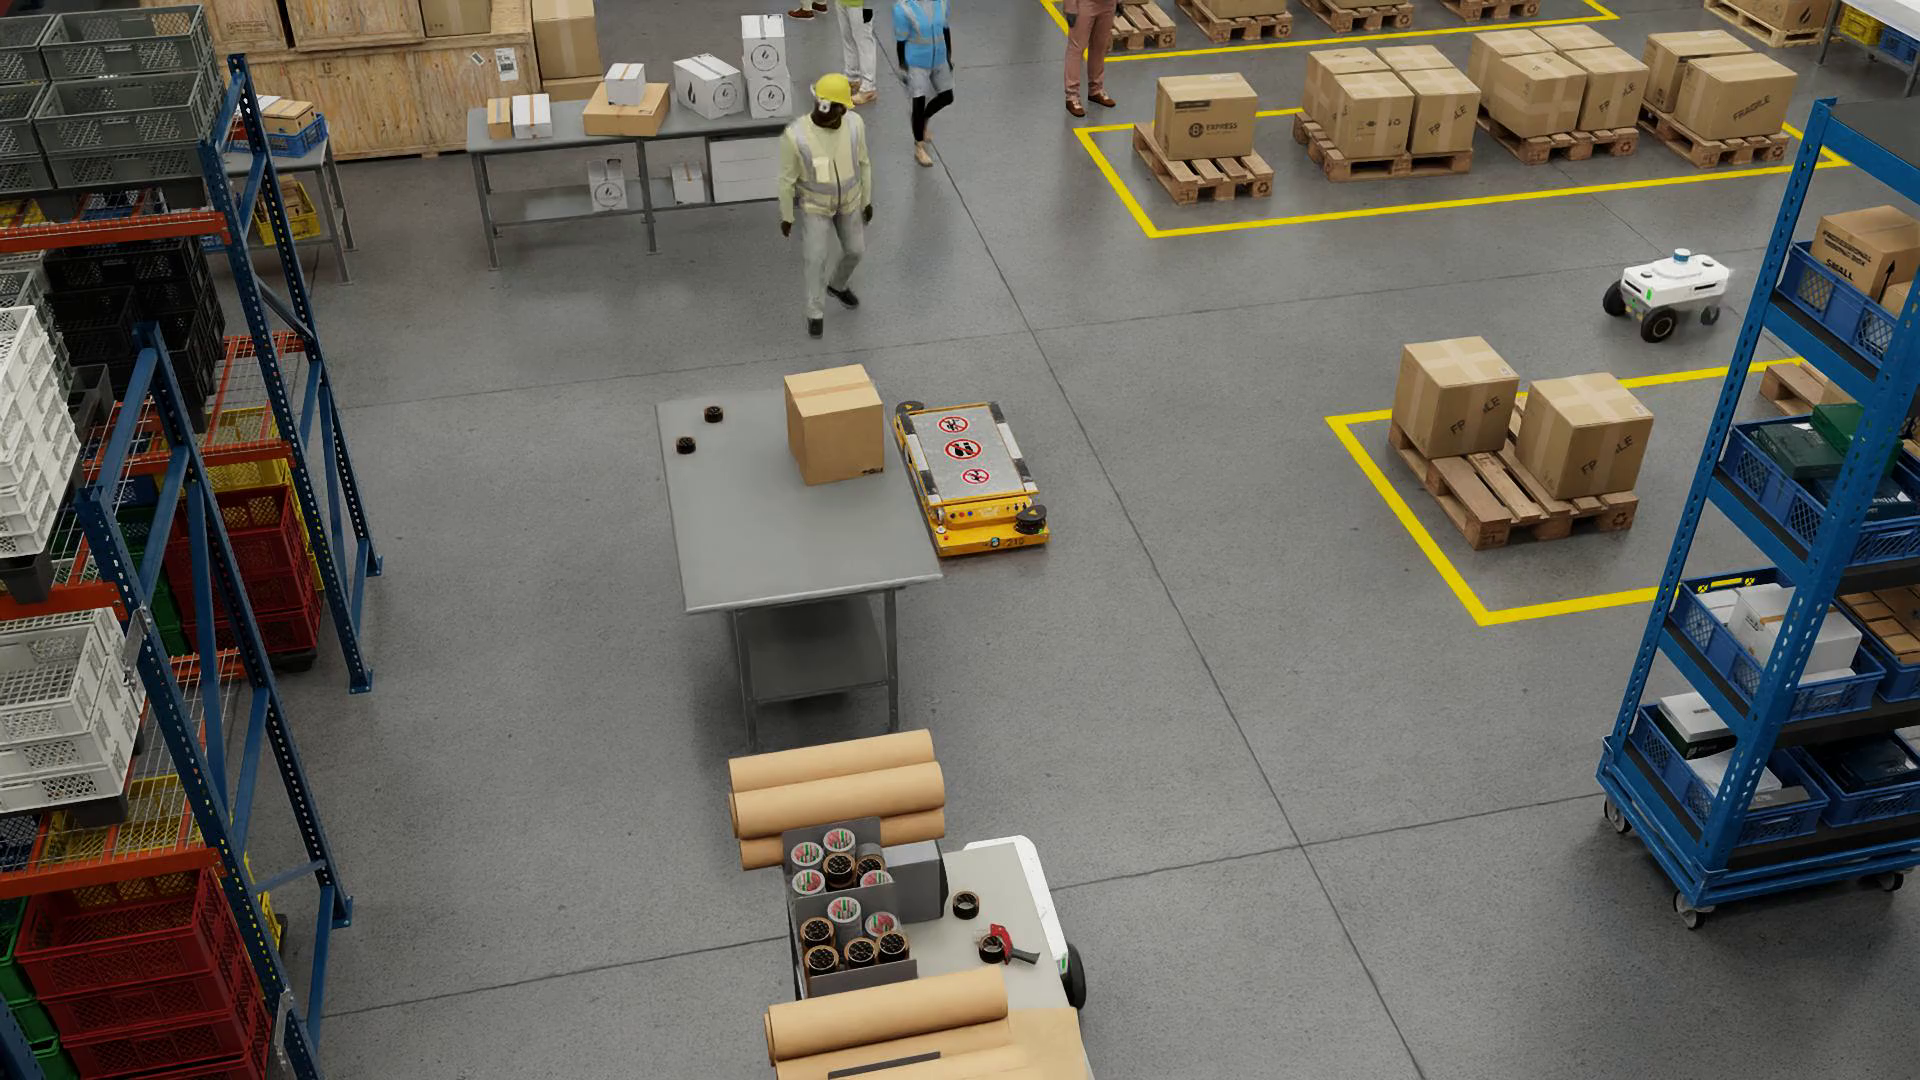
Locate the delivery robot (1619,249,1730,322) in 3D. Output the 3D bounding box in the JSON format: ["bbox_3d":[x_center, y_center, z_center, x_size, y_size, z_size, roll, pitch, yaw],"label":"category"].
[{"bbox_3d":[4.997,-1.800,11.638,0.707,0.478,0.477,-12,38,-15],"label":"delivery robot"}]

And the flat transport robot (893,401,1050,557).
[{"bbox_3d":[0.046,-0.430,10.108,0.652,0.197,1.431,-8,37,-10],"label":"flat transport robot"}]

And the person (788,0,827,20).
[{"bbox_3d":[-1.549,-6.099,16.399,0.310,1.868,0.532,25,43,29],"label":"person"}]

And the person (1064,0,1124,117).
[{"bbox_3d":[1.177,-4.666,14.446,0.637,1.904,0.403,-23,43,-28],"label":"person"}]

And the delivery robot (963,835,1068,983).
[{"bbox_3d":[0.221,1.590,7.081,0.477,0.478,0.707,-7,37,-9],"label":"delivery robot"}]

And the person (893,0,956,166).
[{"bbox_3d":[-0.301,-3.934,13.634,0.552,1.682,0.418,-22,42,-27],"label":"person"}]

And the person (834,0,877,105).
[{"bbox_3d":[-0.951,-4.783,14.652,0.429,1.842,0.637,-20,41,-25],"label":"person"}]

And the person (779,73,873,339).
[{"bbox_3d":[-0.921,-2.294,11.339,0.682,1.802,0.459,-15,39,-19],"label":"person"}]
